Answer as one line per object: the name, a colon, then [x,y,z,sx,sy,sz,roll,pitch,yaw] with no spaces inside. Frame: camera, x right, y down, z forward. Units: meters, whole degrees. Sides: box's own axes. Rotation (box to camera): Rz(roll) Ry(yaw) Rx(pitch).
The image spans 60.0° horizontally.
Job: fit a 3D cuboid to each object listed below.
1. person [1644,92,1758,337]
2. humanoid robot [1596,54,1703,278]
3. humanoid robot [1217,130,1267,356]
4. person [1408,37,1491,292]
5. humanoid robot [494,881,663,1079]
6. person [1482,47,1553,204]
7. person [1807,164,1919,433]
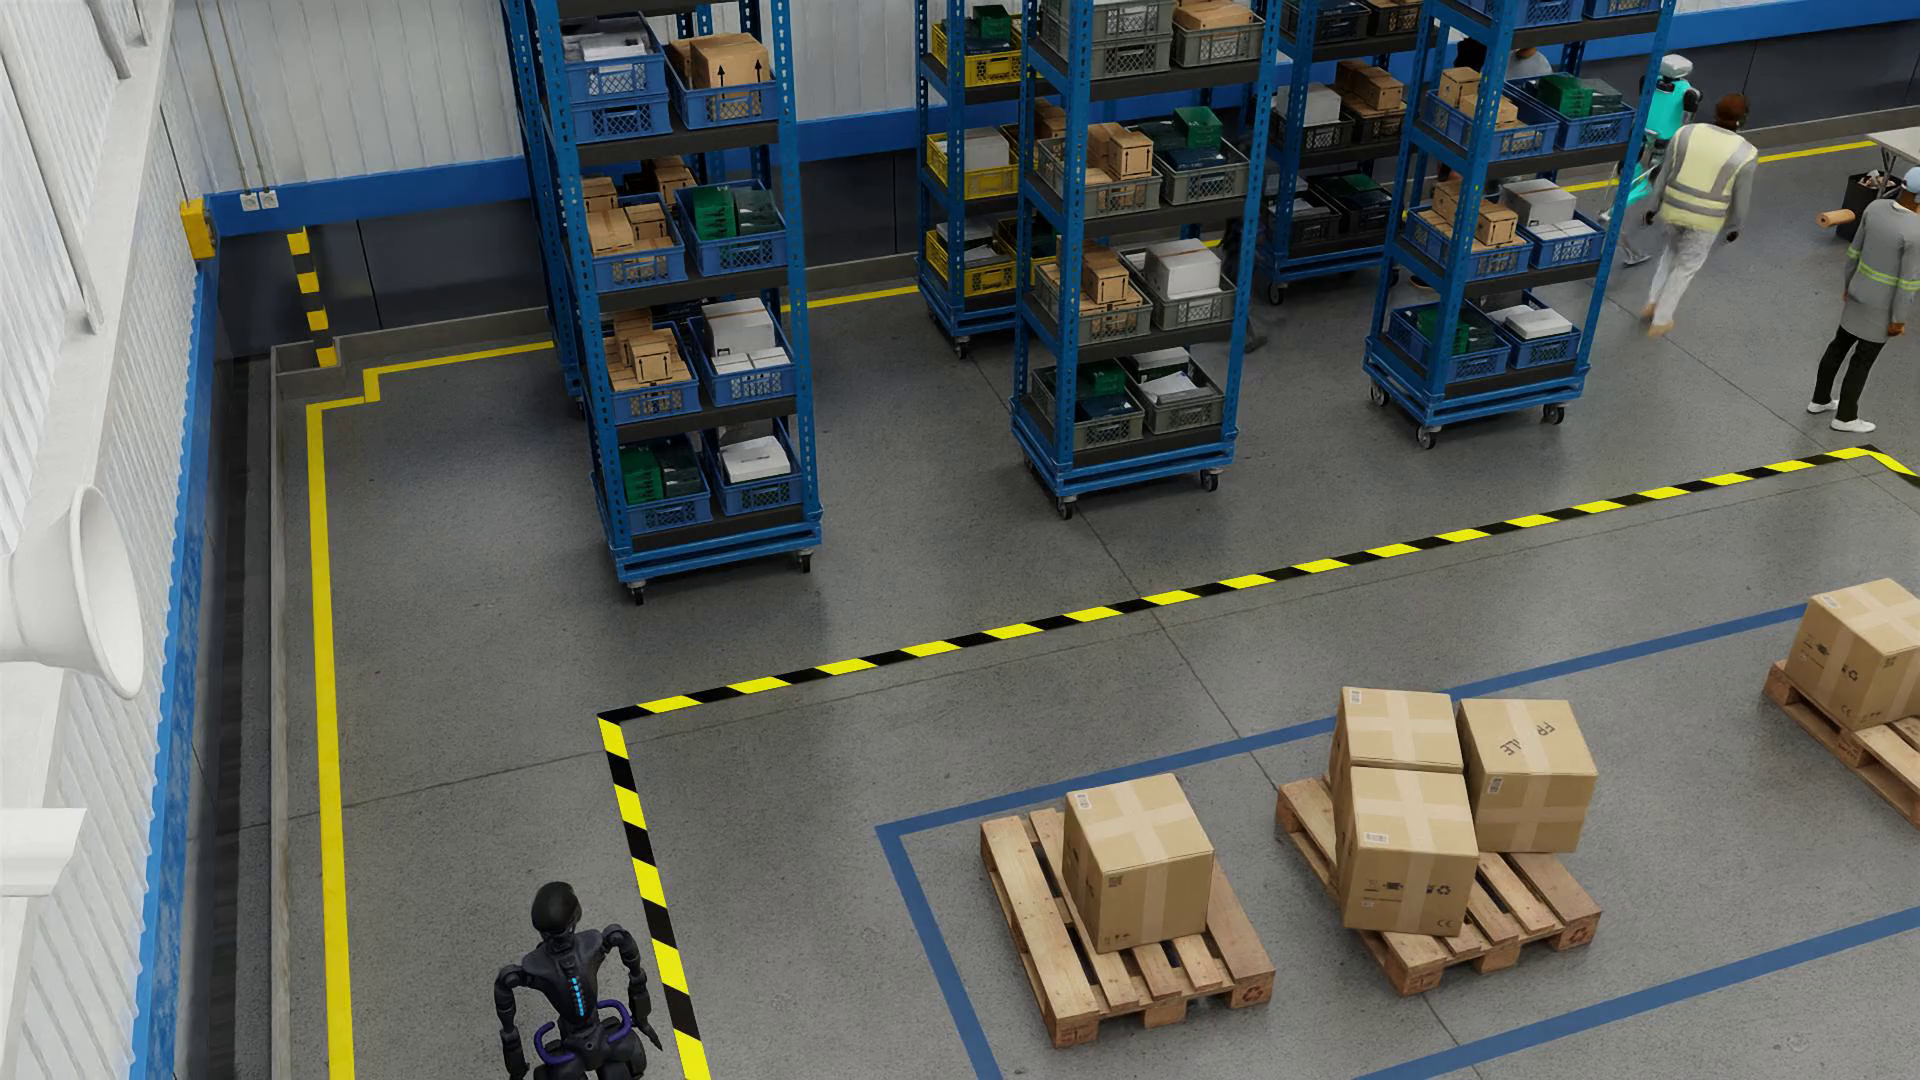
person: [5.358,-2.355,12.053,0.611,1.814,0.651,-29,44,-34]
humanoid robot: [5.117,-2.796,12.779,1.028,1.757,0.540,-18,39,-24]
humanoid robot: [2.002,-2.107,11.824,0.356,1.670,0.590,-2,35,-2]
person: [3.759,-2.830,12.596,0.374,1.966,0.603,26,43,32]
humanoid robot: [-1.394,1.893,6.138,0.599,1.655,0.315,-18,39,-23]
person: [4.320,-3.180,13.116,0.371,1.940,0.627,-12,37,-16]
person: [6.042,-1.592,10.939,0.397,1.852,0.589,-6,36,-9]
